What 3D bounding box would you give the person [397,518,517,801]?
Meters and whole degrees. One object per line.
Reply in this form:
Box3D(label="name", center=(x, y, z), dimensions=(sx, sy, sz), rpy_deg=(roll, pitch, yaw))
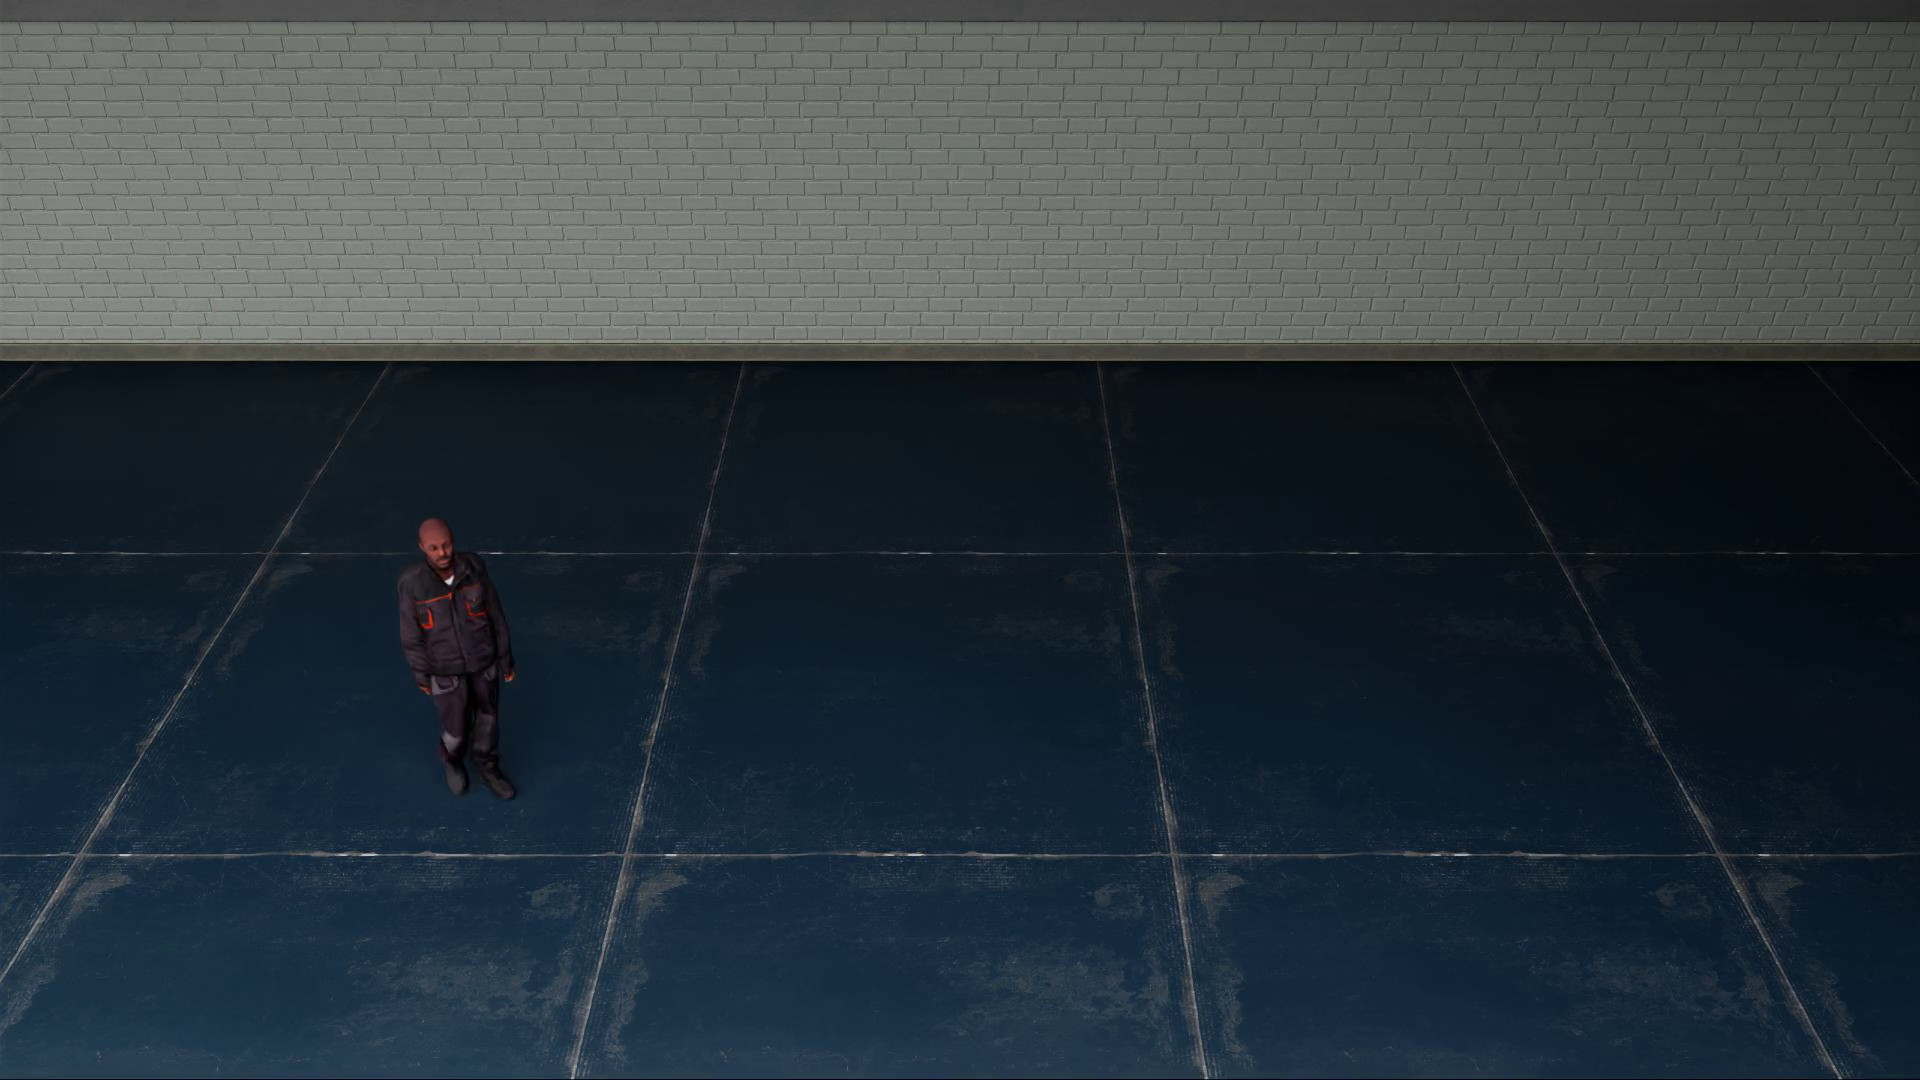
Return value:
Box3D(label="person", center=(-2.778, 0.615, 9.166), dimensions=(0.859, 1.815, 0.907), rpy_deg=(-22, 39, -30))
